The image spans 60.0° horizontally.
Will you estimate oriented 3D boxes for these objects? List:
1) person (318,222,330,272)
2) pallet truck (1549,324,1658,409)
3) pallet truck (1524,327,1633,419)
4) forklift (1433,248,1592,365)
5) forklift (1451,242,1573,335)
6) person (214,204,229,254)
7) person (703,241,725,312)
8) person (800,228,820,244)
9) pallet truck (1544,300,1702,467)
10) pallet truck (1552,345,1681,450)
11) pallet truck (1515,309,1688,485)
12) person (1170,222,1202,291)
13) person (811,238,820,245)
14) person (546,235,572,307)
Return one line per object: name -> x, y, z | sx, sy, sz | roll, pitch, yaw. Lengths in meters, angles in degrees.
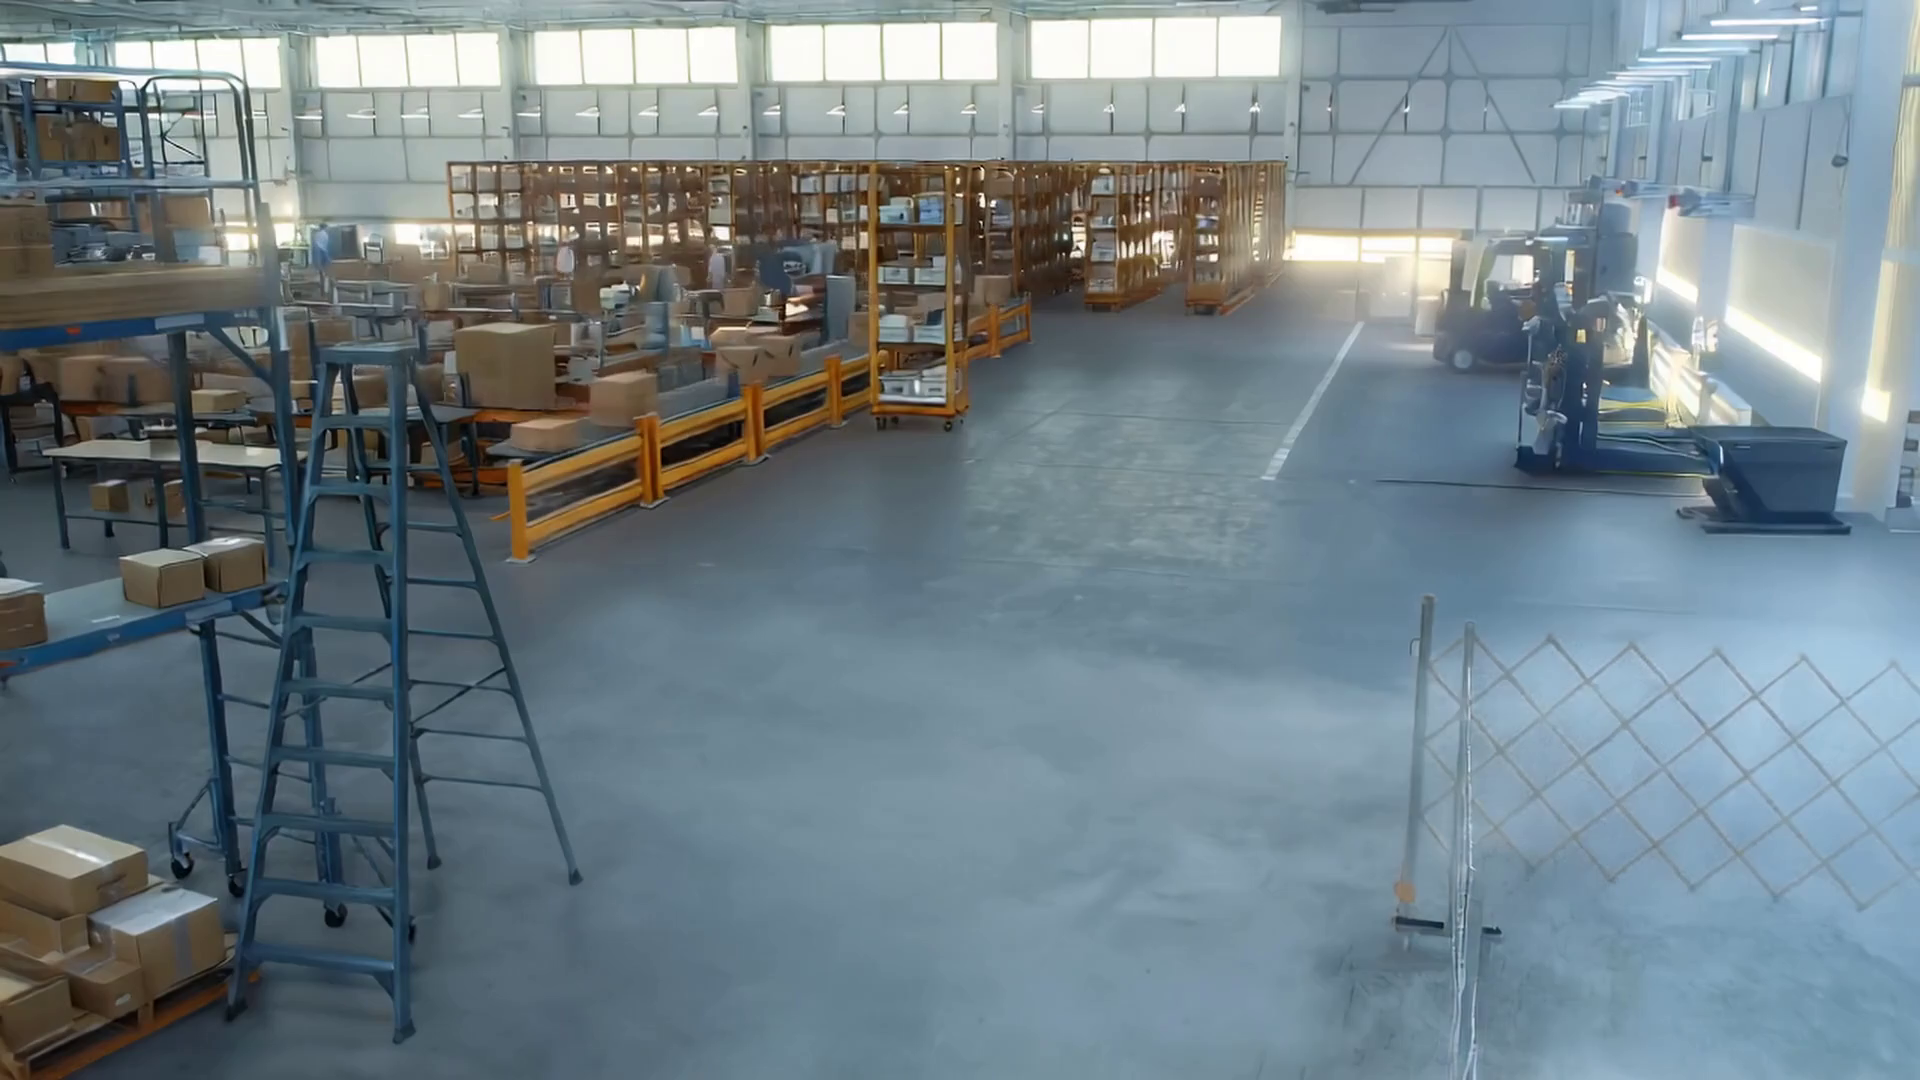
person -> -20.842, -9.593, 54.464 | 0.360, 1.613, 0.564 | -5, 14, -20
pallet truck -> 9.824, -2.669, 25.407 | 1.601, 1.201, 0.680 | 4, 14, 16
pallet truck -> 9.065, -2.460, 24.370 | 1.522, 1.261, 0.704 | 3, 13, 14
forklift -> 9.780, -4.111, 29.280 | 2.680, 1.987, 1.157 | 3, 13, 14
forklift -> 10.464, -4.597, 31.405 | 2.680, 1.987, 1.157 | 4, 14, 16
person -> -28.487, -12.000, 64.185 | 0.793, 1.918, 0.633 | 9, 16, 34
person -> -5.994, -6.367, 40.301 | 0.770, 1.727, 0.517 | 6, 14, 23
person -> -4.178, -7.865, 46.136 | 0.611, 2.026, 0.549 | 2, 13, 10
pallet truck -> 8.263, -1.952, 20.631 | 1.885, 1.965, 0.823 | 5, 14, 20
pallet truck -> 8.641, -1.896, 21.908 | 1.630, 1.274, 0.653 | 4, 14, 16
pallet truck -> 7.554, -1.677, 19.446 | 1.885, 1.965, 0.823 | 3, 13, 14
person -> 6.476, -7.915, 46.541 | 1.025, 1.949, 0.625 | 5, 14, 21
person -> -3.529, -6.382, 40.151 | 0.717, 1.822, 0.579 | 7, 15, 26
person -> -10.052, -6.750, 41.778 | 0.817, 1.799, 0.629 | 3, 13, 15
